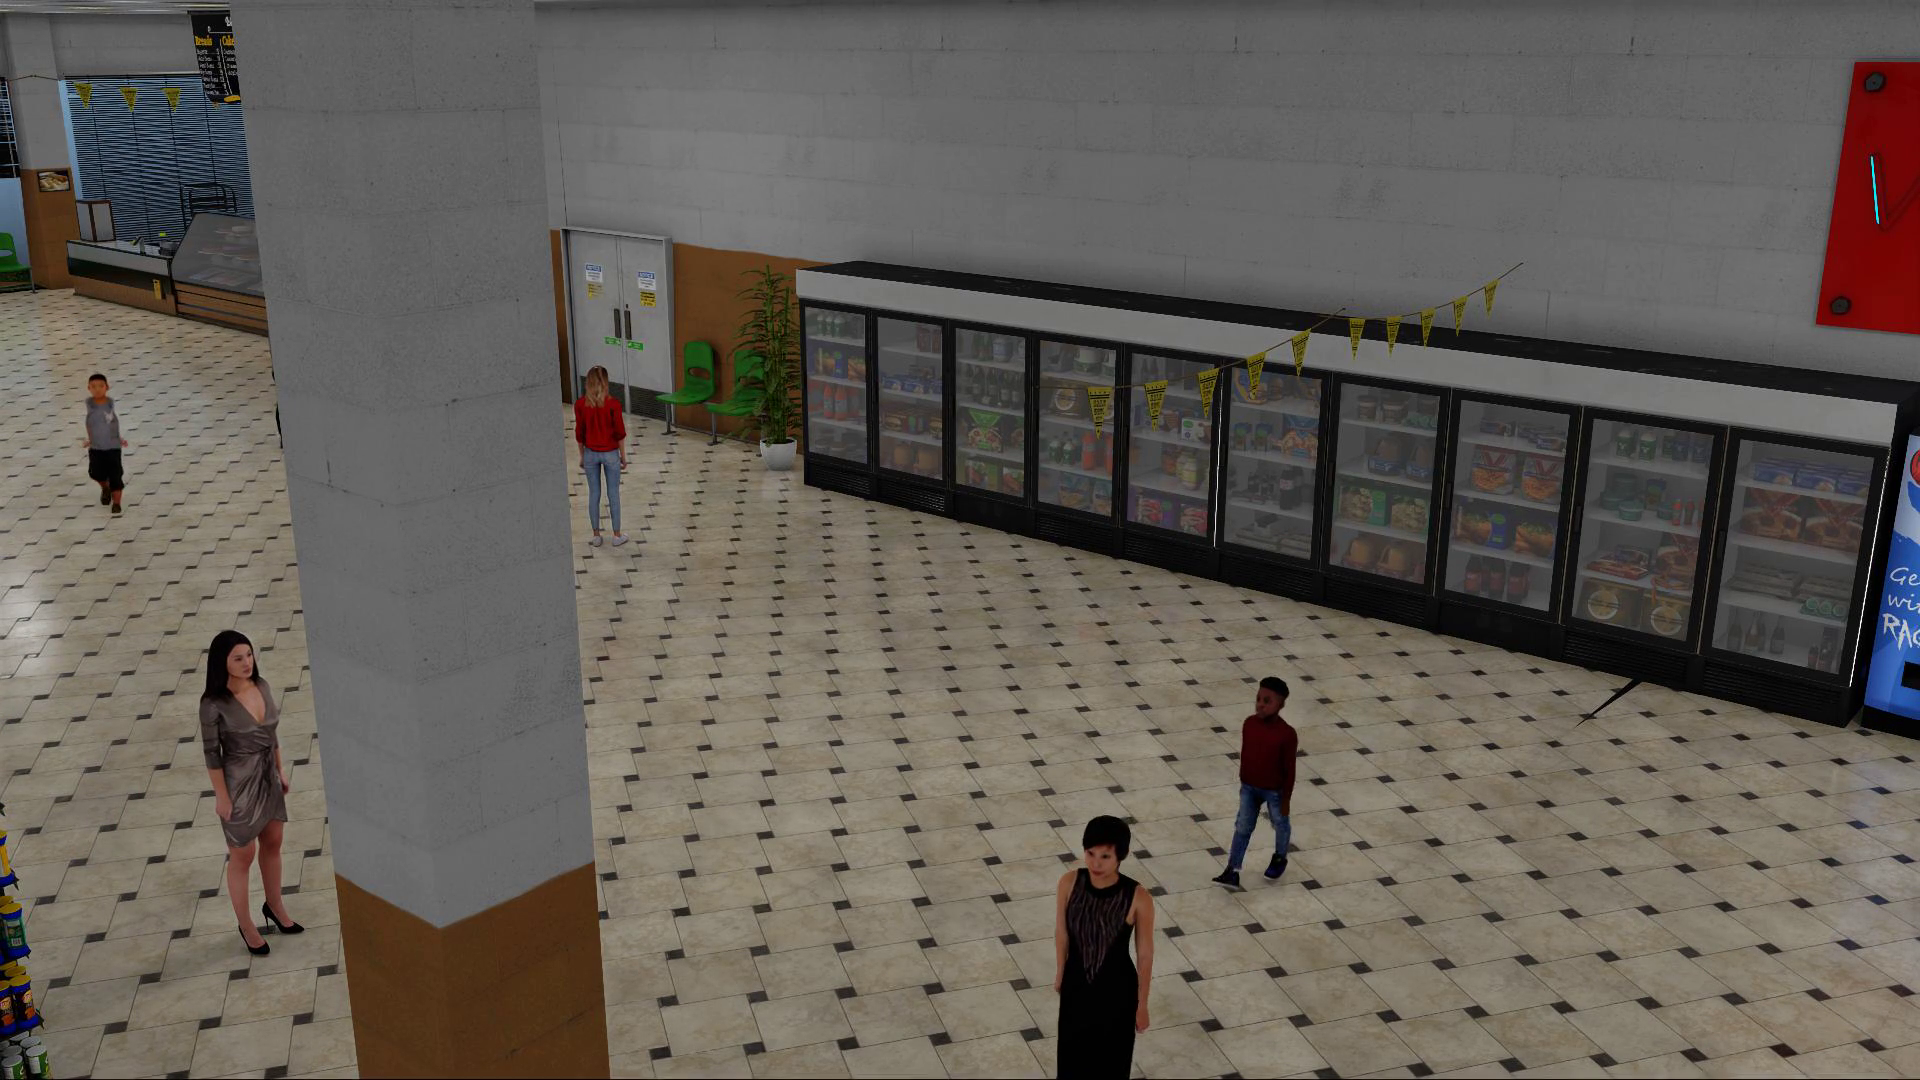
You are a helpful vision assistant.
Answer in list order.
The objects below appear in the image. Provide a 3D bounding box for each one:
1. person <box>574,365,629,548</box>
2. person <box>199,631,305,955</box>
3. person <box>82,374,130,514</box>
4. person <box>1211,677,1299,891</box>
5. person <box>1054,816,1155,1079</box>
[{"bbox_3d":[-3.344,-0.783,15.508,0.683,1.703,0.716,0,17,1],"label":"person"},{"bbox_3d":[-3.681,1.289,8.611,0.704,1.746,0.543,7,18,22],"label":"person"},{"bbox_3d":[-8.612,-1.019,16.723,0.800,1.450,0.799,-9,19,-26],"label":"person"},{"bbox_3d":[1.748,1.350,9.302,0.521,1.228,0.821,13,21,36],"label":"person"},{"bbox_3d":[0.621,1.869,7.011,0.826,1.566,1.064,6,18,19],"label":"person"}]
